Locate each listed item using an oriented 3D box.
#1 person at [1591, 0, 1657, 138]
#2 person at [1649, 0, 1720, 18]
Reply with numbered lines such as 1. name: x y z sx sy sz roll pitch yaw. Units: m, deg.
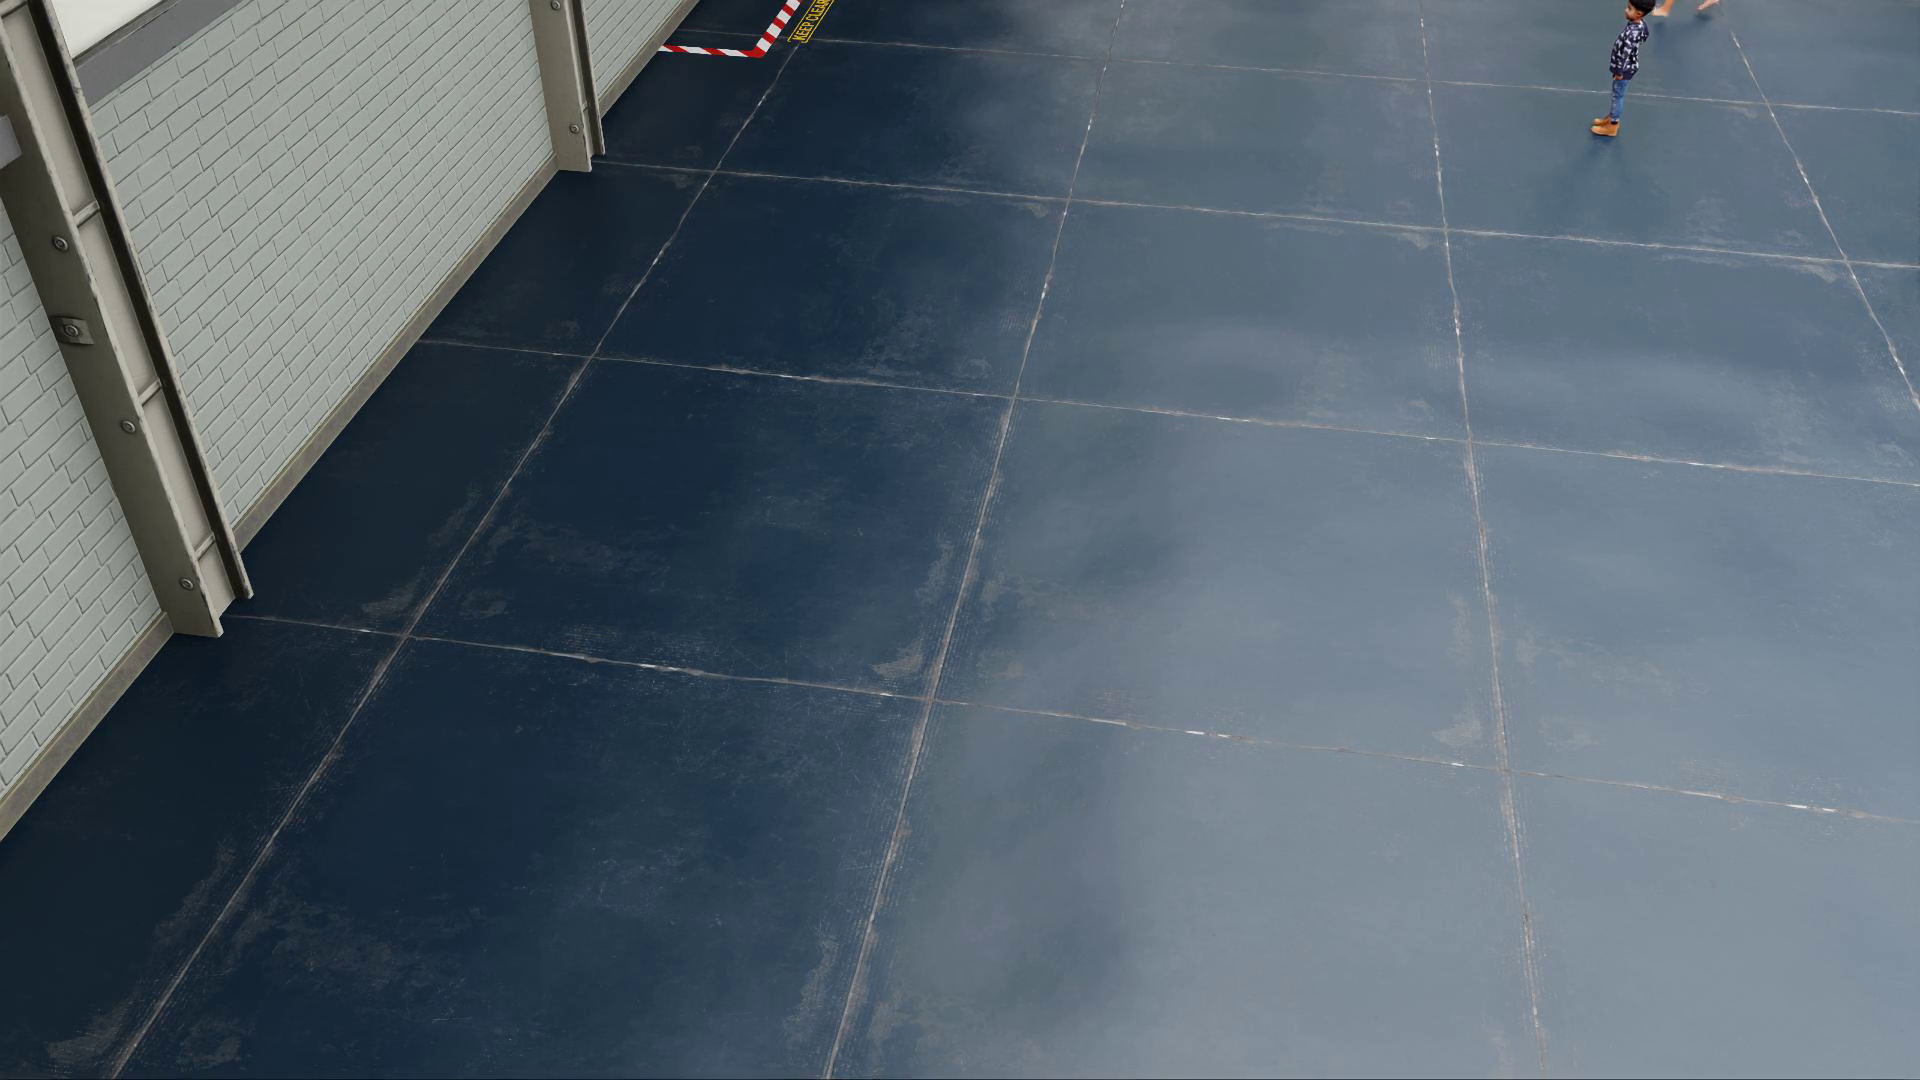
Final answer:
1. person: 5.689 -4.084 14.215 0.588 1.252 0.478 13 40 17
2. person: 7.331 -5.918 16.285 0.774 1.590 0.992 -2 38 -2
